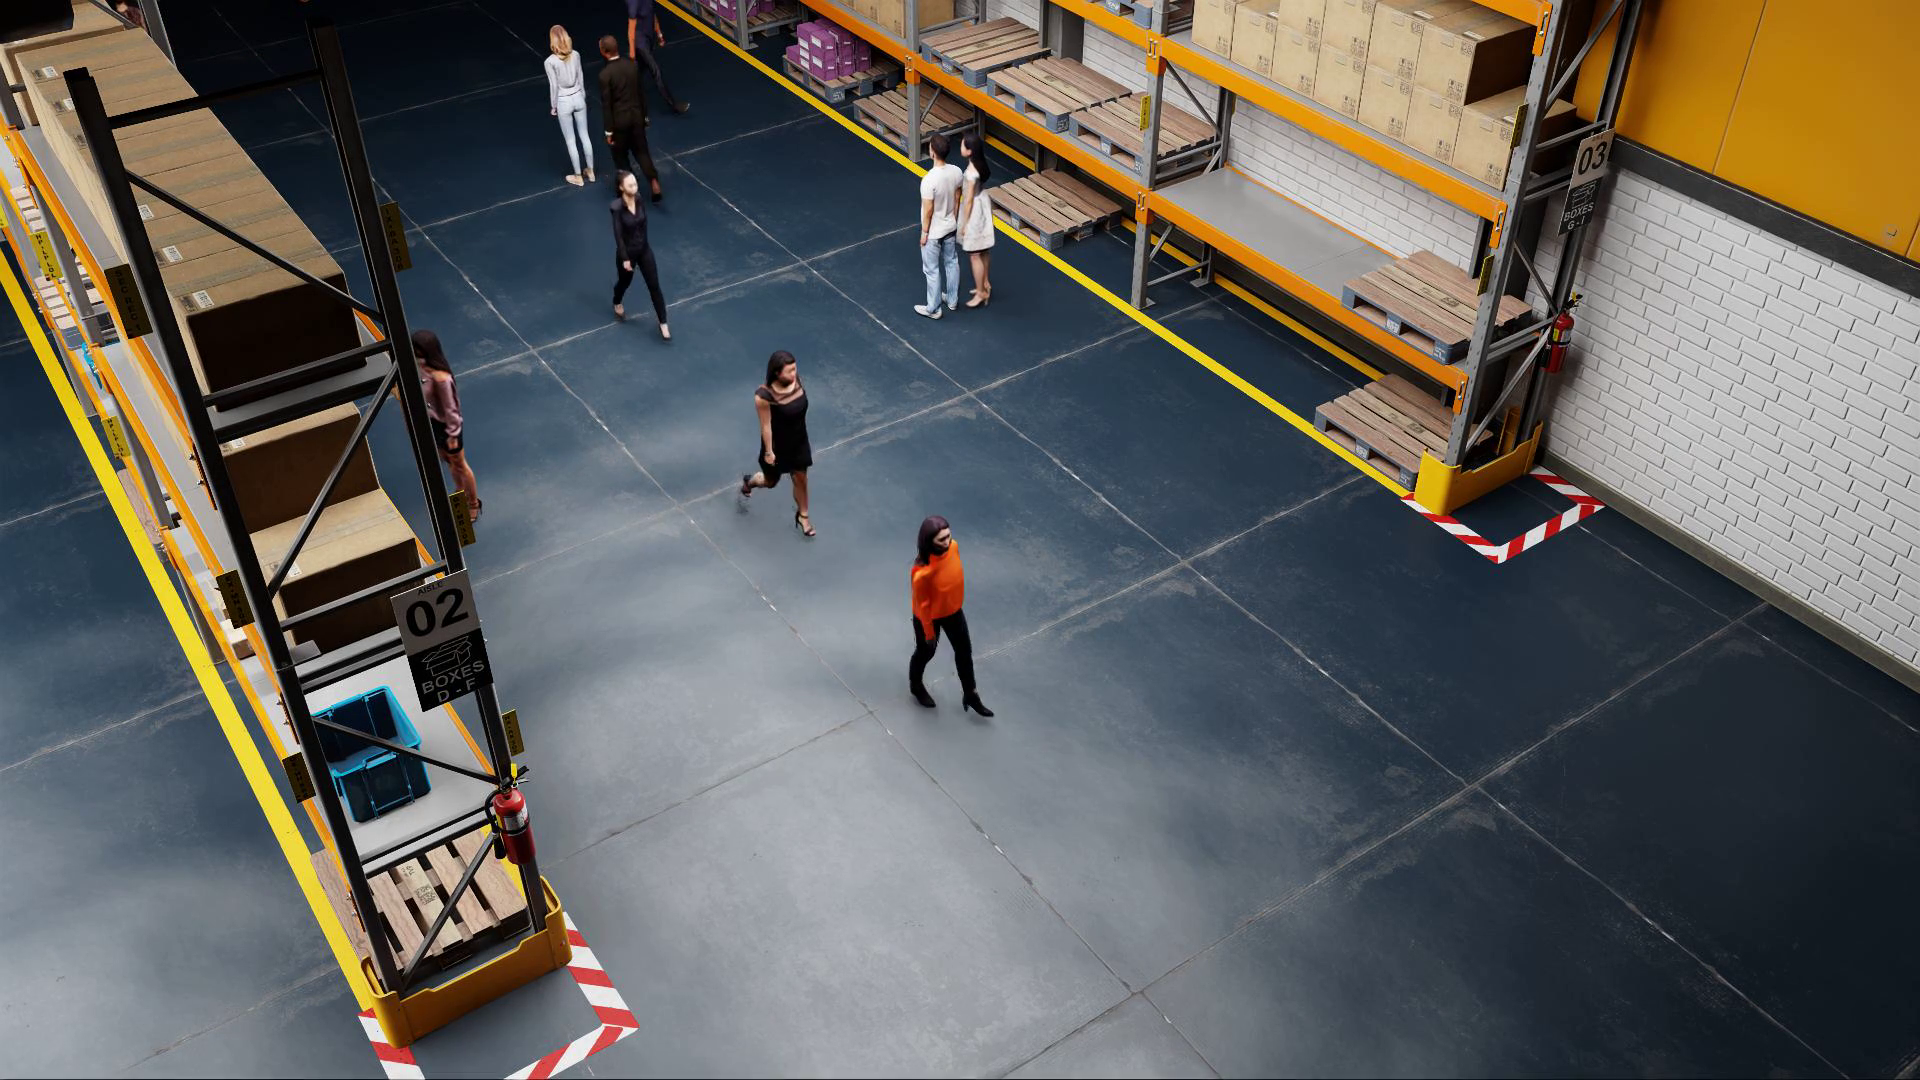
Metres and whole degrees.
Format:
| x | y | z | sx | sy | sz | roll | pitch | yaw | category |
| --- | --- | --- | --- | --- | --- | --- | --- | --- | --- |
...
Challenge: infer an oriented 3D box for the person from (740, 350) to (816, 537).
| x | y | z | sx | sy | sz | roll | pitch | yaw | category |
| --- | --- | --- | --- | --- | --- | --- | --- | --- | --- |
| -1.479 | -0.784 | 13.278 | 1.062 | 1.692 | 0.784 | 29 | 47 | 31 | person |

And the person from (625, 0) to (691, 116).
| x | y | z | sx | sy | sz | roll | pitch | yaw | category |
| --- | --- | --- | --- | --- | --- | --- | --- | --- | --- |
| -3.808 | -5.843 | 19.570 | 1.184 | 1.745 | 1.098 | 8 | 39 | 10 | person |

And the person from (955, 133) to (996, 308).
| x | y | z | sx | sy | sz | roll | pitch | yaw | category |
| --- | --- | --- | --- | --- | --- | --- | --- | --- | --- |
| 0.147 | -3.102 | 16.119 | 0.839 | 1.769 | 0.786 | 7 | 39 | 9 | person |

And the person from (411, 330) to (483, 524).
| x | y | z | sx | sy | sz | roll | pitch | yaw | category |
| --- | --- | --- | --- | --- | --- | --- | --- | --- | --- |
| -4.115 | -0.913 | 13.344 | 0.678 | 1.811 | 0.464 | -25 | 45 | -28 | person |

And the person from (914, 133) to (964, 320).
| x | y | z | sx | sy | sz | roll | pitch | yaw | category |
| --- | --- | --- | --- | --- | --- | --- | --- | --- | --- |
| -0.197 | -3.004 | 15.918 | 0.626 | 1.866 | 0.715 | 31 | 48 | 33 | person |

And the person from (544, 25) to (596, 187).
| x | y | z | sx | sy | sz | roll | pitch | yaw | category |
| --- | --- | --- | --- | --- | --- | --- | --- | --- | --- |
| -4.262 | -4.748 | 18.159 | 0.616 | 1.795 | 0.538 | -31 | 48 | -33 | person |

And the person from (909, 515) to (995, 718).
| x | y | z | sx | sy | sz | roll | pitch | yaw | category |
| --- | --- | --- | --- | --- | --- | --- | --- | --- | --- |
| -0.231 | 0.502 | 11.642 | 0.982 | 1.724 | 0.791 | 25 | 45 | 28 | person |

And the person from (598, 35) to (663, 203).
| x | y | z | sx | sy | sz | roll | pitch | yaw | category |
| --- | --- | --- | --- | --- | --- | --- | --- | --- | --- |
| -3.496 | -4.406 | 17.651 | 0.773 | 1.895 | 0.968 | -29 | 47 | -31 | person |

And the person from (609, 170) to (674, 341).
| x | y | z | sx | sy | sz | roll | pitch | yaw | category |
| --- | --- | --- | --- | --- | --- | --- | --- | --- | --- |
| -3.139 | -2.696 | 15.688 | 1.111 | 1.672 | 0.741 | 30 | 47 | 32 | person |
